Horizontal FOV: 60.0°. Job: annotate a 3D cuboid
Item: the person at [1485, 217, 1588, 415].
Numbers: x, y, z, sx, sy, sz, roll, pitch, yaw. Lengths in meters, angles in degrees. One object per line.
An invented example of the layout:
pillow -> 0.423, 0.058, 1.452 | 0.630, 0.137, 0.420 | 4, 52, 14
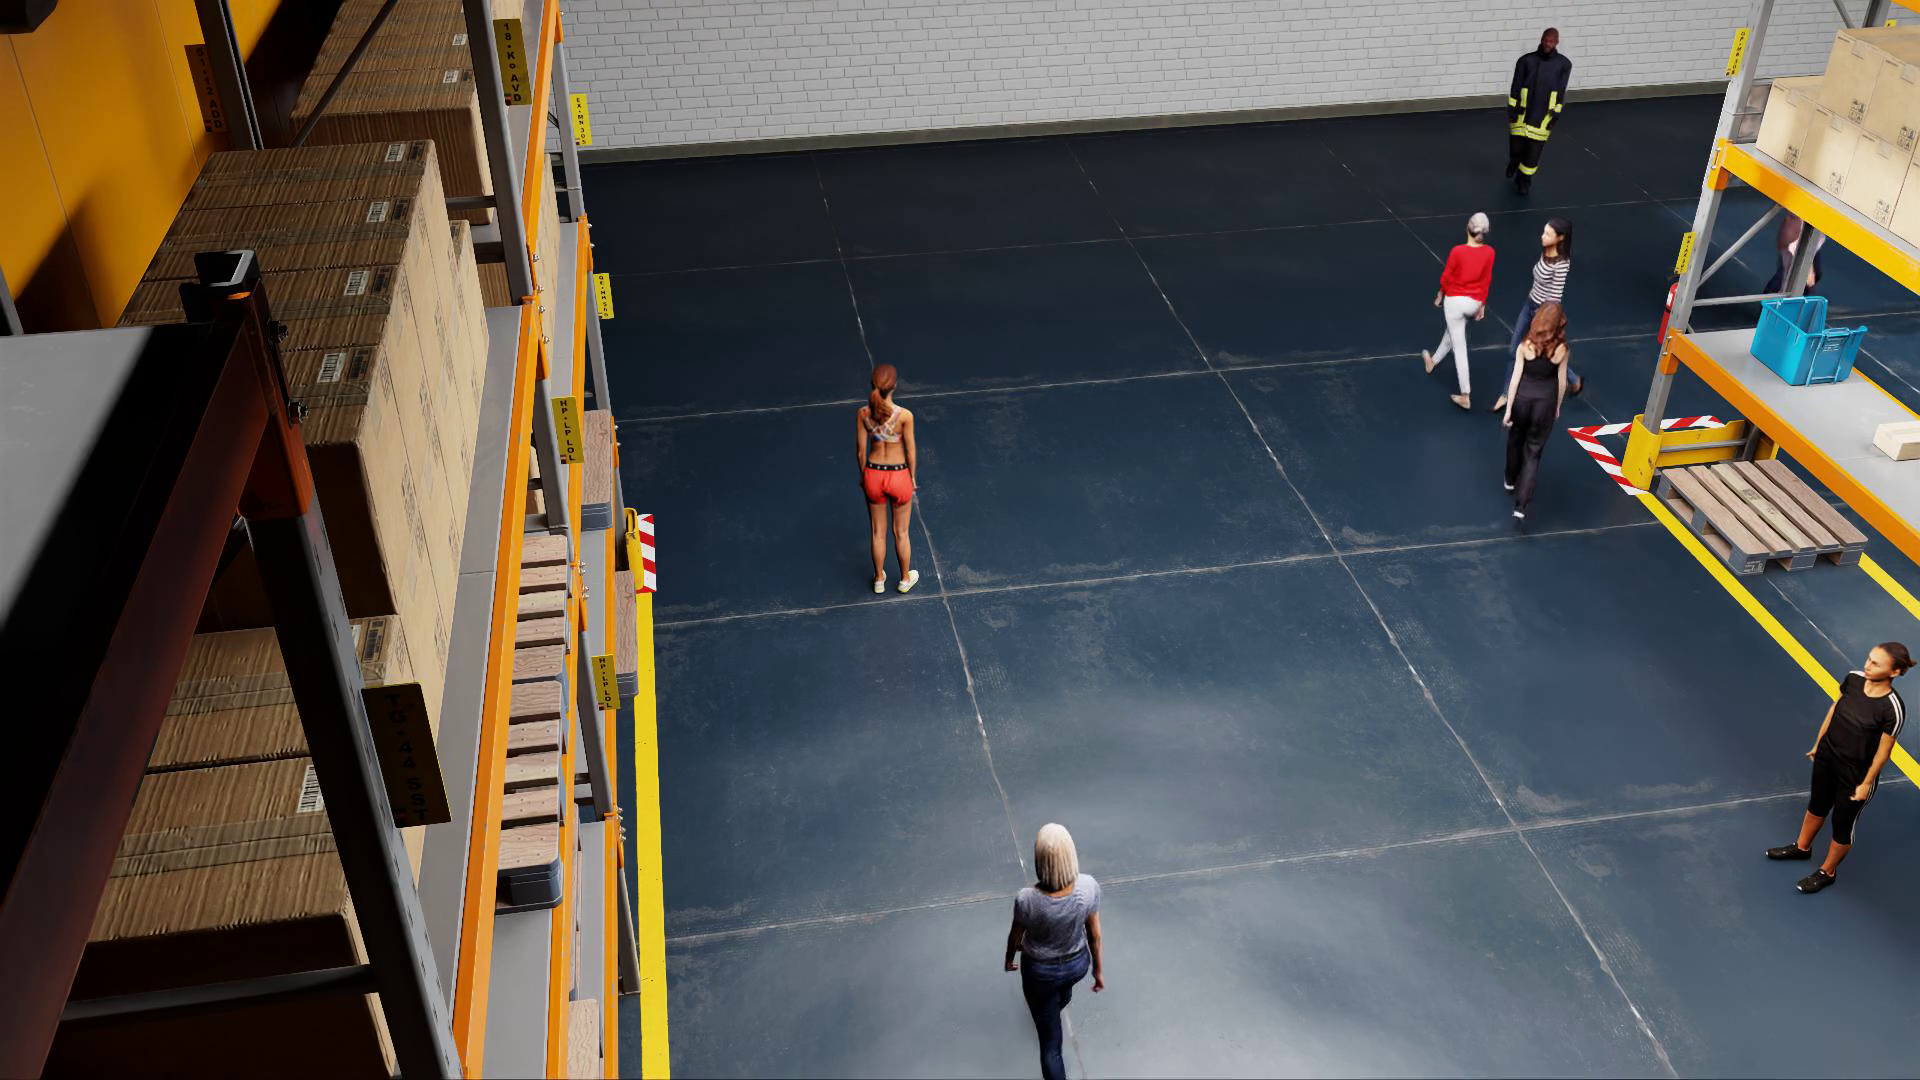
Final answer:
person -> 4.907, -1.815, 13.789 | 0.709, 1.765, 1.024 | -3, 34, -5

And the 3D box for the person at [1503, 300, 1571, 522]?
person -> 4.321, -0.943, 12.527 | 0.922, 1.710, 1.217 | 9, 35, 14

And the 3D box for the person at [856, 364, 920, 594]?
person -> -0.511, -0.411, 11.655 | 0.636, 1.791, 0.646 | 5, 34, 7

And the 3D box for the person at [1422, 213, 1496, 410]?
person -> 4.257, -1.887, 14.011 | 0.548, 1.641, 1.112 | -6, 34, -9

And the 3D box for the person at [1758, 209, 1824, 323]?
person -> 7.604, -2.790, 15.203 | 0.881, 1.824, 0.886 | -26, 42, -33

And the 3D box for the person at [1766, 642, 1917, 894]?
person -> 4.960, 1.242, 9.277 | 0.652, 1.669, 0.465 | -8, 34, -12

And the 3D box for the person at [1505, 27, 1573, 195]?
person -> 6.265, -4.698, 18.087 | 0.956, 1.811, 1.040 | 12, 35, 18

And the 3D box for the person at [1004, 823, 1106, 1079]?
person -> 0.477, 2.119, 7.950 | 0.665, 1.677, 1.098 | -8, 34, -12
